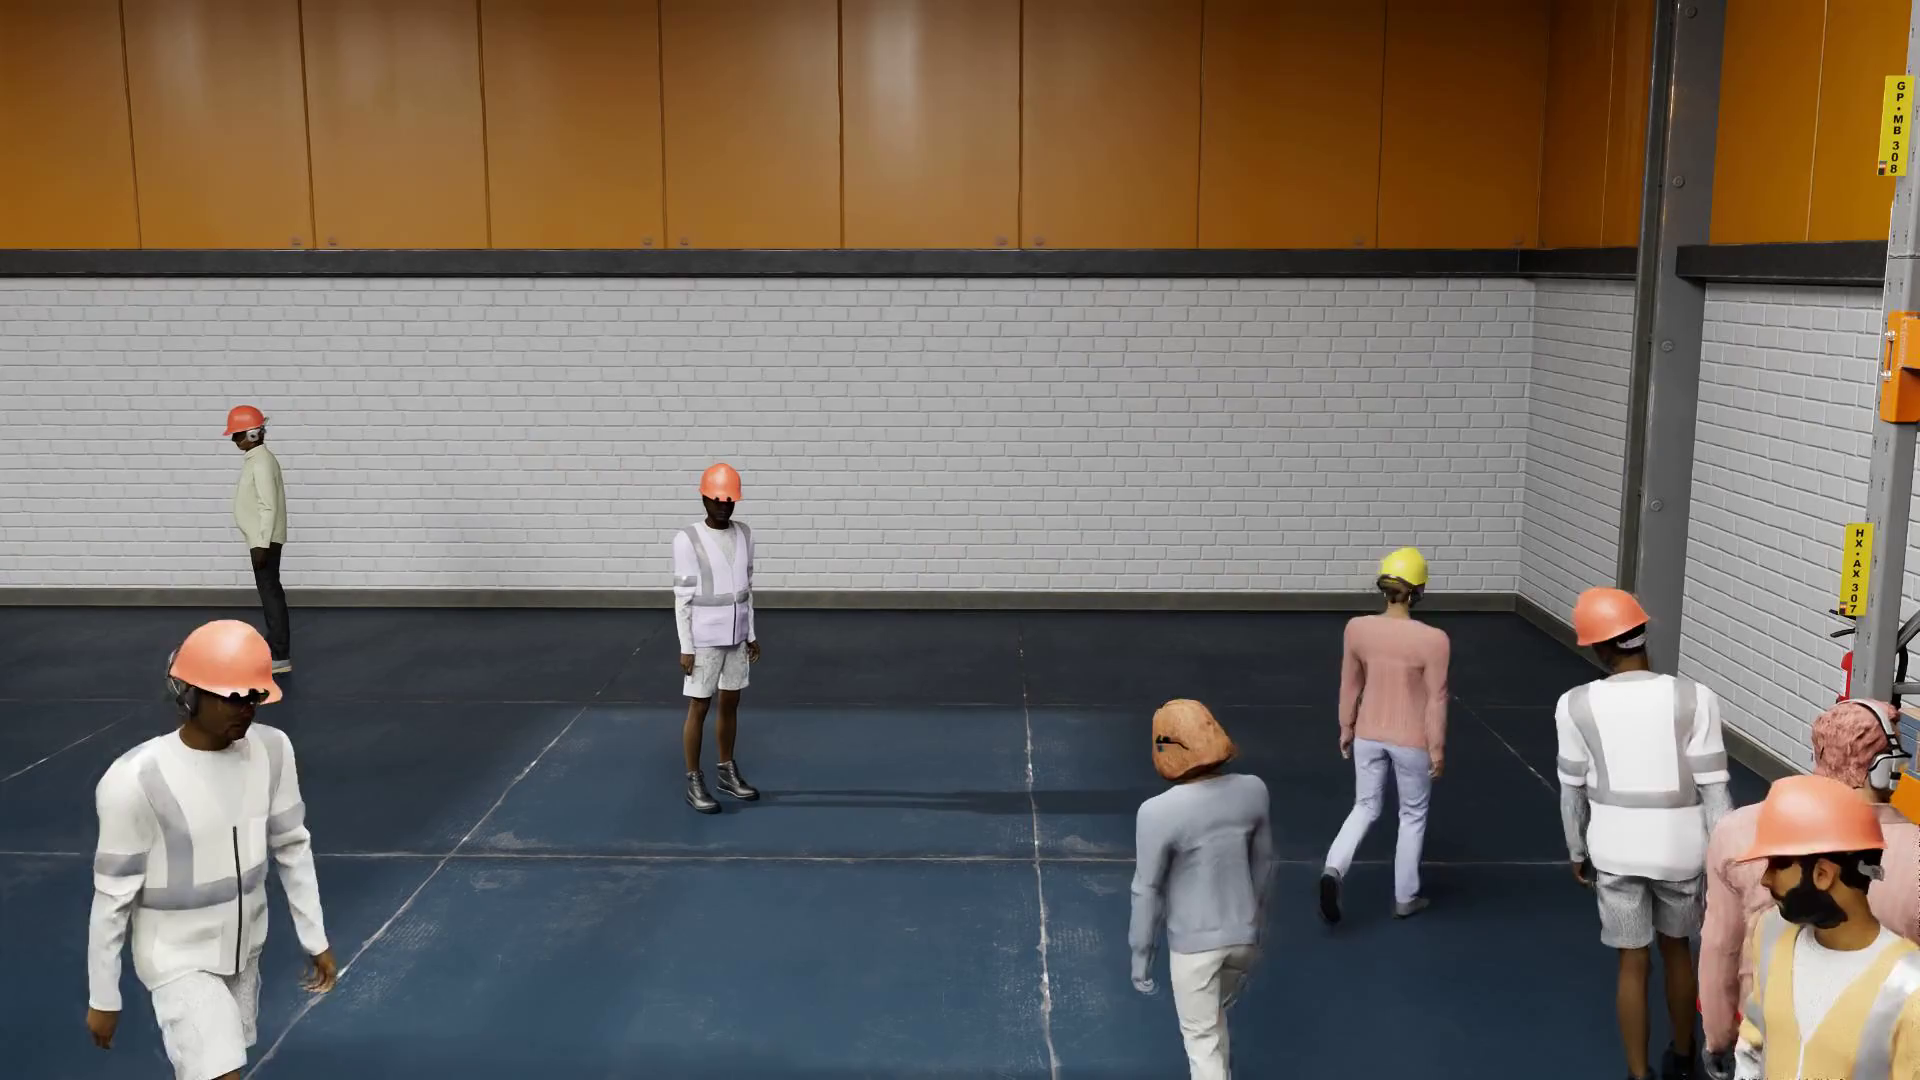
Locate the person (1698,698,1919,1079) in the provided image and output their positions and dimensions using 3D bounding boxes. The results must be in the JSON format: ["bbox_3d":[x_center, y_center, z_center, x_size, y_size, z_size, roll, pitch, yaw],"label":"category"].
[{"bbox_3d":[2.298,1.351,4.395,0.644,1.903,0.400,7,12,38],"label":"person"}]

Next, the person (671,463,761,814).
[{"bbox_3d":[-1.322,0.531,9.211,0.376,1.934,0.548,9,13,42],"label":"person"}]

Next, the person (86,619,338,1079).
[{"bbox_3d":[-2.108,1.222,4.842,0.838,2.002,0.641,4,10,25],"label":"person"}]

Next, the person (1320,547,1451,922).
[{"bbox_3d":[1.921,0.908,7.527,0.531,1.750,0.653,8,13,41],"label":"person"}]

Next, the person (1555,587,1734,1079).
[{"bbox_3d":[2.431,1.108,5.924,0.634,1.872,0.647,4,10,22],"label":"person"}]

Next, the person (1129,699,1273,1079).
[{"bbox_3d":[0.782,1.314,5.476,0.525,1.603,0.568,-5,11,-26],"label":"person"}]

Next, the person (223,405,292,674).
[{"bbox_3d":[-5.159,-0.002,12.246,0.393,1.986,0.611,-4,10,-25],"label":"person"}]

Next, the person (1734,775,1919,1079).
[{"bbox_3d":[1.992,1.474,3.661,0.470,1.915,0.735,-3,10,-19],"label":"person"}]
